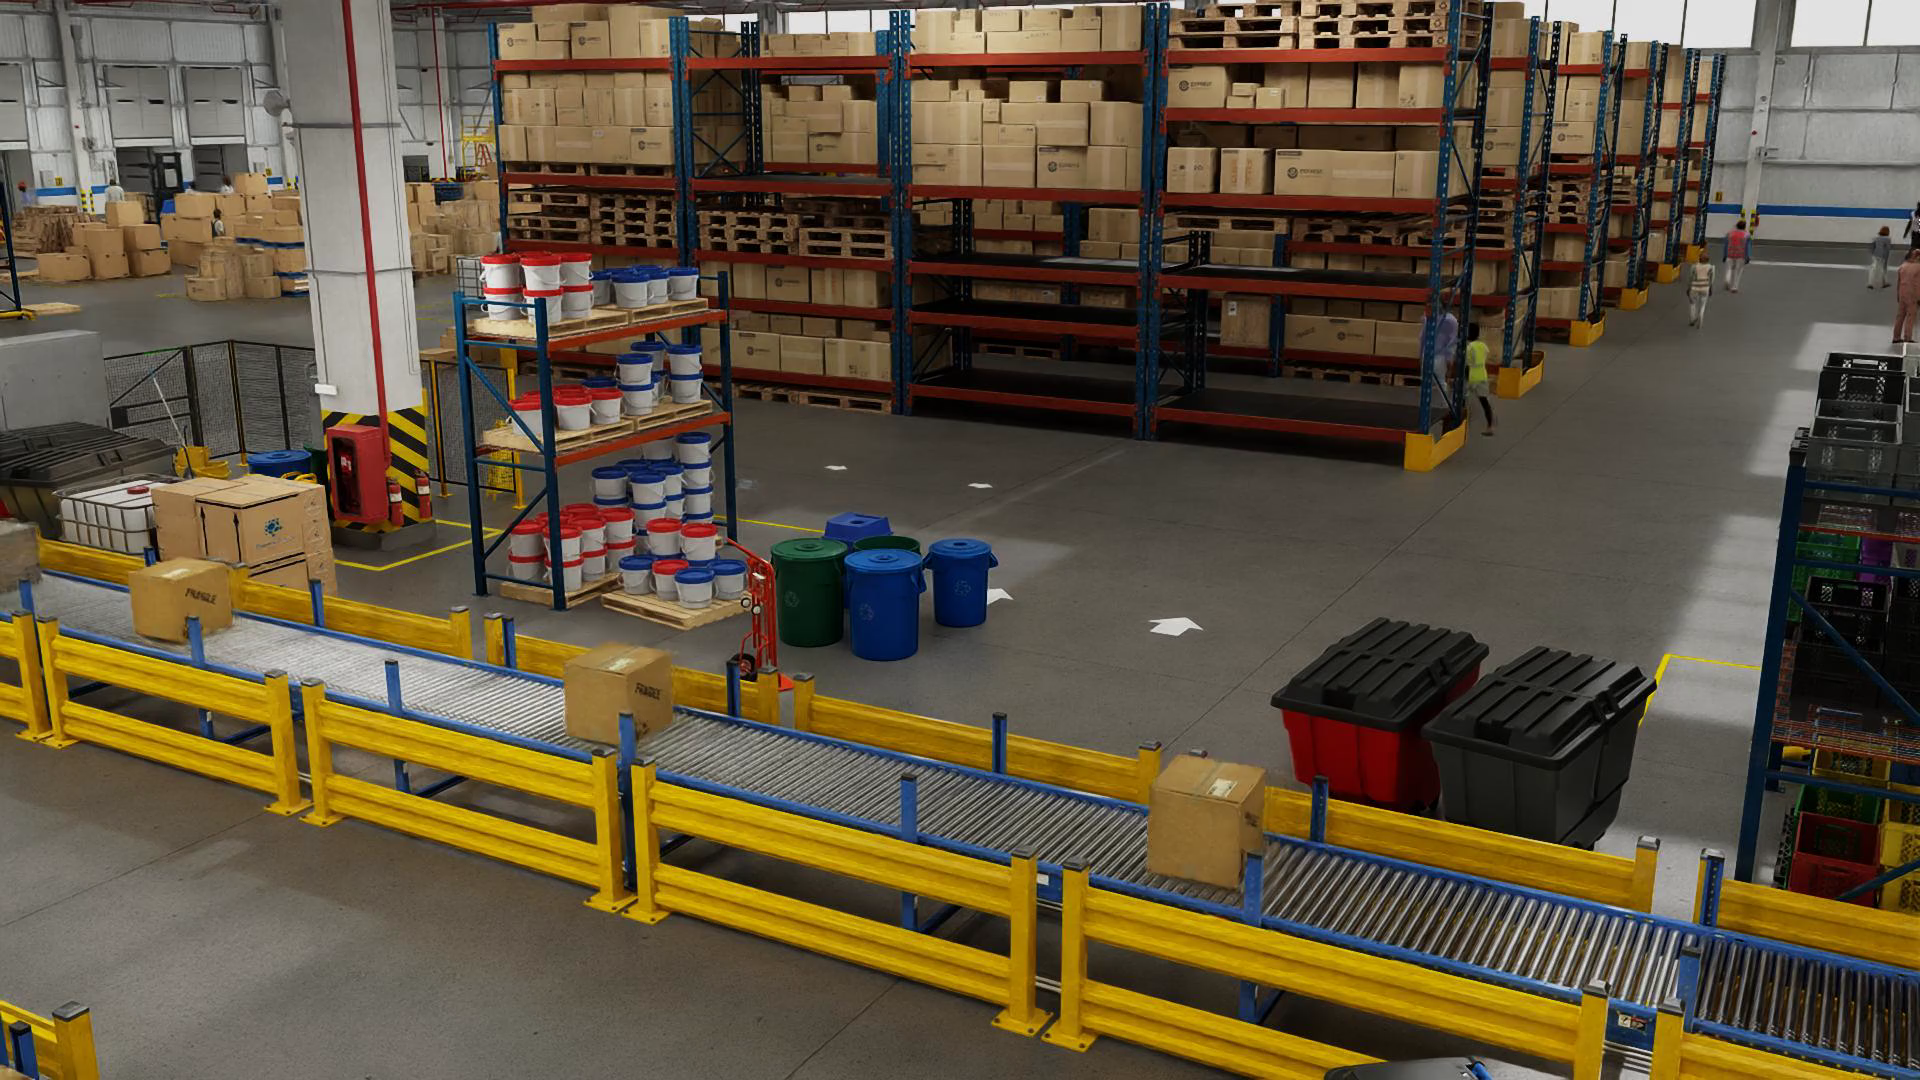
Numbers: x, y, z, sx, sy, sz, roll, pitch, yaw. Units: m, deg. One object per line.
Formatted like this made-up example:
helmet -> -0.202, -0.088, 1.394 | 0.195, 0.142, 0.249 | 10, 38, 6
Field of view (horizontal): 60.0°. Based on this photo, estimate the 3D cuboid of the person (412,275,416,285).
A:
person -> -14.387, -7.399, 42.781 | 0.550, 1.913, 0.792 | 10, 18, 32

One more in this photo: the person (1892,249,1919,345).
person -> 19.015, -4.859, 33.234 | 0.402, 1.904, 0.652 | -3, 15, -10

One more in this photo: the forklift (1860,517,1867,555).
forklift -> 10.188, -0.979, 16.782 | 1.873, 2.768, 1.129 | 8, 17, 28

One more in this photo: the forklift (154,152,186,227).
forklift -> -29.681, -13.185, 62.665 | 1.873, 2.768, 1.129 | 8, 17, 28

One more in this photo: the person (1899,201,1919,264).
person -> 28.184, -9.073, 49.148 | 0.964, 1.860, 0.641 | -4, 16, -16

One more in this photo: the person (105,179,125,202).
person -> -31.036, -12.297, 61.141 | 0.627, 1.934, 0.370 | -8, 17, -27

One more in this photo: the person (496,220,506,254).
person -> -11.123, -6.989, 41.210 | 0.621, 1.913, 0.972 | 6, 16, 22

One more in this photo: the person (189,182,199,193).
person -> -27.373, -11.930, 59.827 | 0.913, 1.915, 0.623 | -4, 16, -16

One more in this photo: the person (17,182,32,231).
person -> -33.366, -11.777, 59.258 | 0.574, 1.891, 0.949 | 12, 19, 38

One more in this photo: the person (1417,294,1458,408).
person -> 7.333, -2.828, 25.598 | 0.469, 1.926, 0.707 | -11, 19, -36

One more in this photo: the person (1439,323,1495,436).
person -> 7.498, -2.351, 24.308 | 0.538, 1.637, 0.912 | -9, 17, -30

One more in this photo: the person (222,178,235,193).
person -> -27.715, -12.845, 63.332 | 0.783, 1.856, 0.594 | 4, 15, 16

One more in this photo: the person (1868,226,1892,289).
person -> 23.791, -7.283, 42.926 | 0.820, 1.592, 0.513 | -9, 18, -32

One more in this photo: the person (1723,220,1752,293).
person -> 19.683, -7.176, 42.094 | 0.661, 1.823, 0.480 | 13, 20, 40

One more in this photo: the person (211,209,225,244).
person -> -20.413, -8.191, 45.880 | 0.505, 1.844, 0.346 | 10, 18, 34

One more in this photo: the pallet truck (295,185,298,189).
pallet truck -> -26.804, -14.617, 69.738 | 1.885, 1.965, 0.823 | -14, 20, -42

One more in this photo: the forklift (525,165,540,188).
forklift -> -16.455, -13.596, 64.211 | 1.873, 2.768, 1.129 | 1, 15, 2

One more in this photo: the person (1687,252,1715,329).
person -> 15.880, -5.369, 35.699 | 0.541, 1.615, 0.648 | 4, 15, 15
